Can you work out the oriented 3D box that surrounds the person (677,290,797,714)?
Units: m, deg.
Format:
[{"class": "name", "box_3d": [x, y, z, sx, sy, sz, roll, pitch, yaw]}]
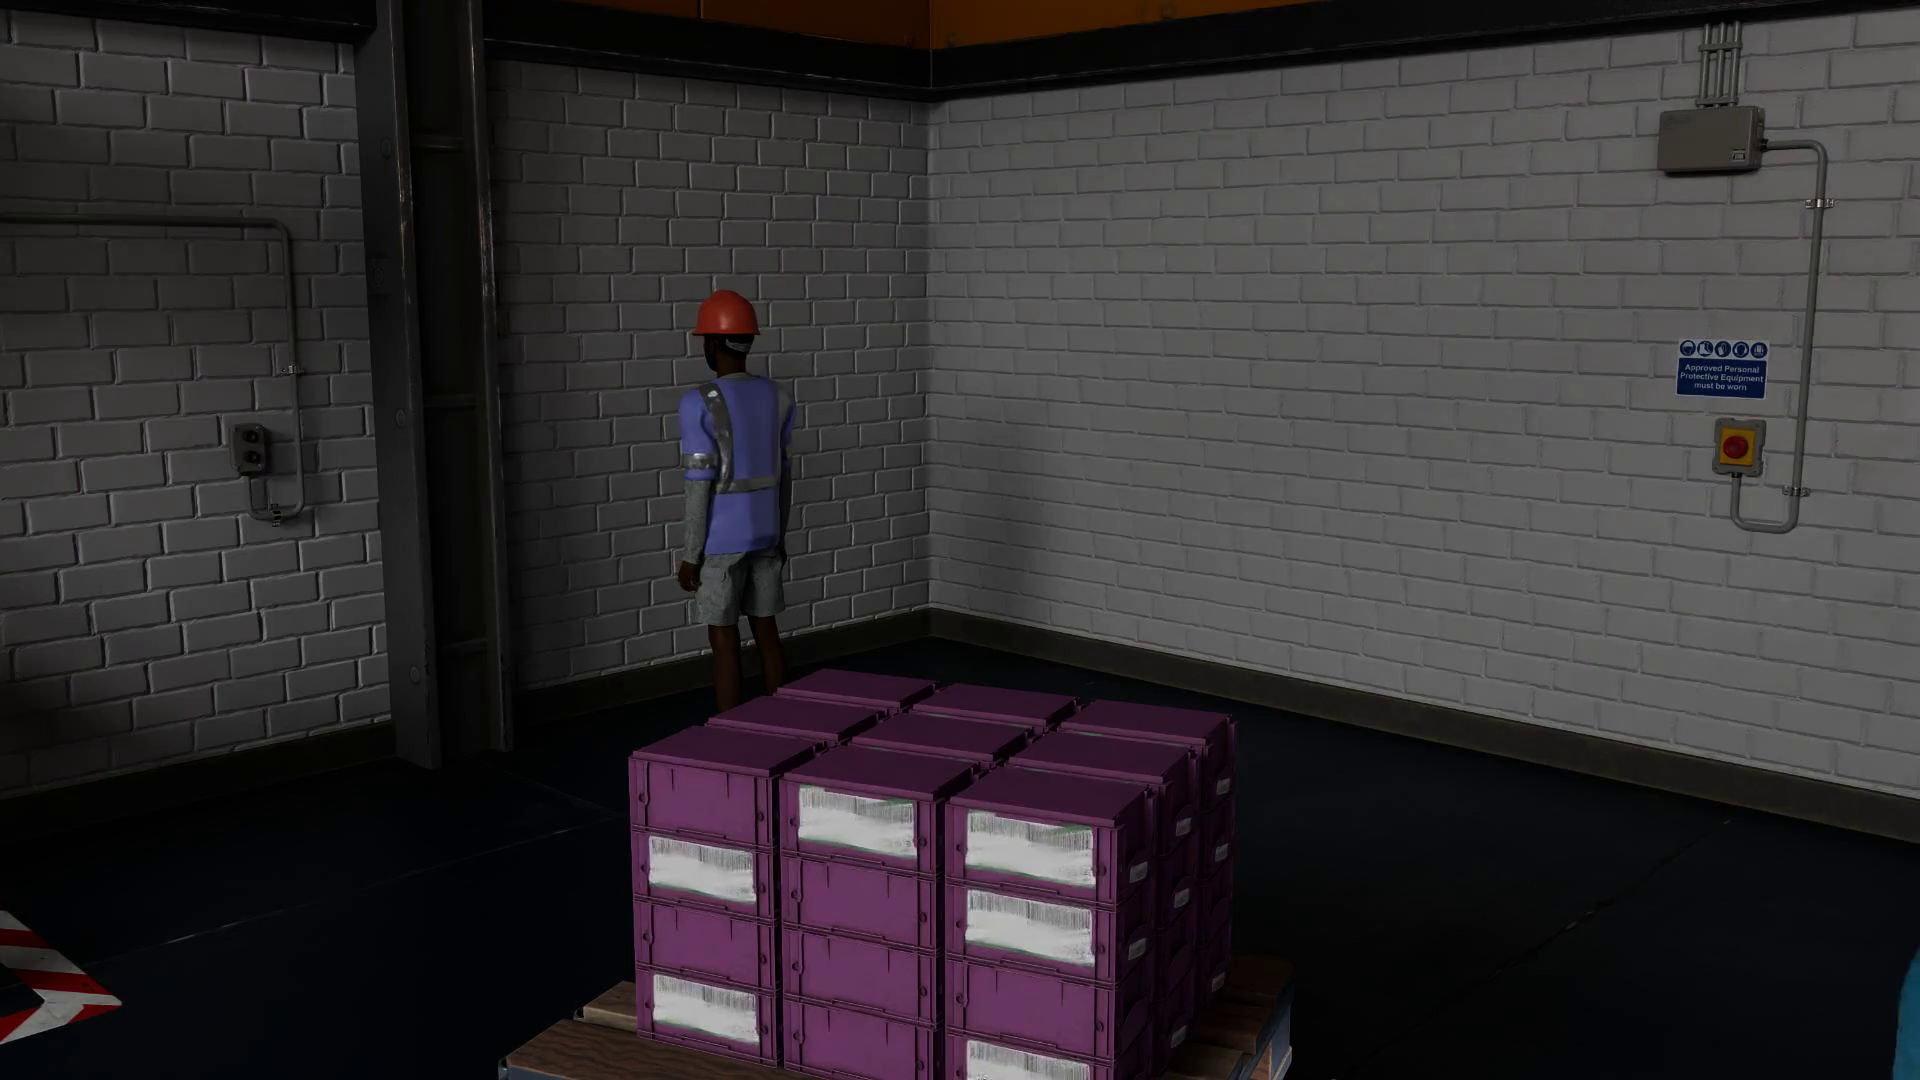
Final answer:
[{"class": "person", "box_3d": [-0.900, -0.011, 6.596, 0.356, 1.938, 0.543, 8, 12, 40]}]

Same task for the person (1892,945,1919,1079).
[{"class": "person", "box_3d": [2.058, 0.616, 3.117, 0.792, 1.819, 0.576, 8, 12, 40]}]
